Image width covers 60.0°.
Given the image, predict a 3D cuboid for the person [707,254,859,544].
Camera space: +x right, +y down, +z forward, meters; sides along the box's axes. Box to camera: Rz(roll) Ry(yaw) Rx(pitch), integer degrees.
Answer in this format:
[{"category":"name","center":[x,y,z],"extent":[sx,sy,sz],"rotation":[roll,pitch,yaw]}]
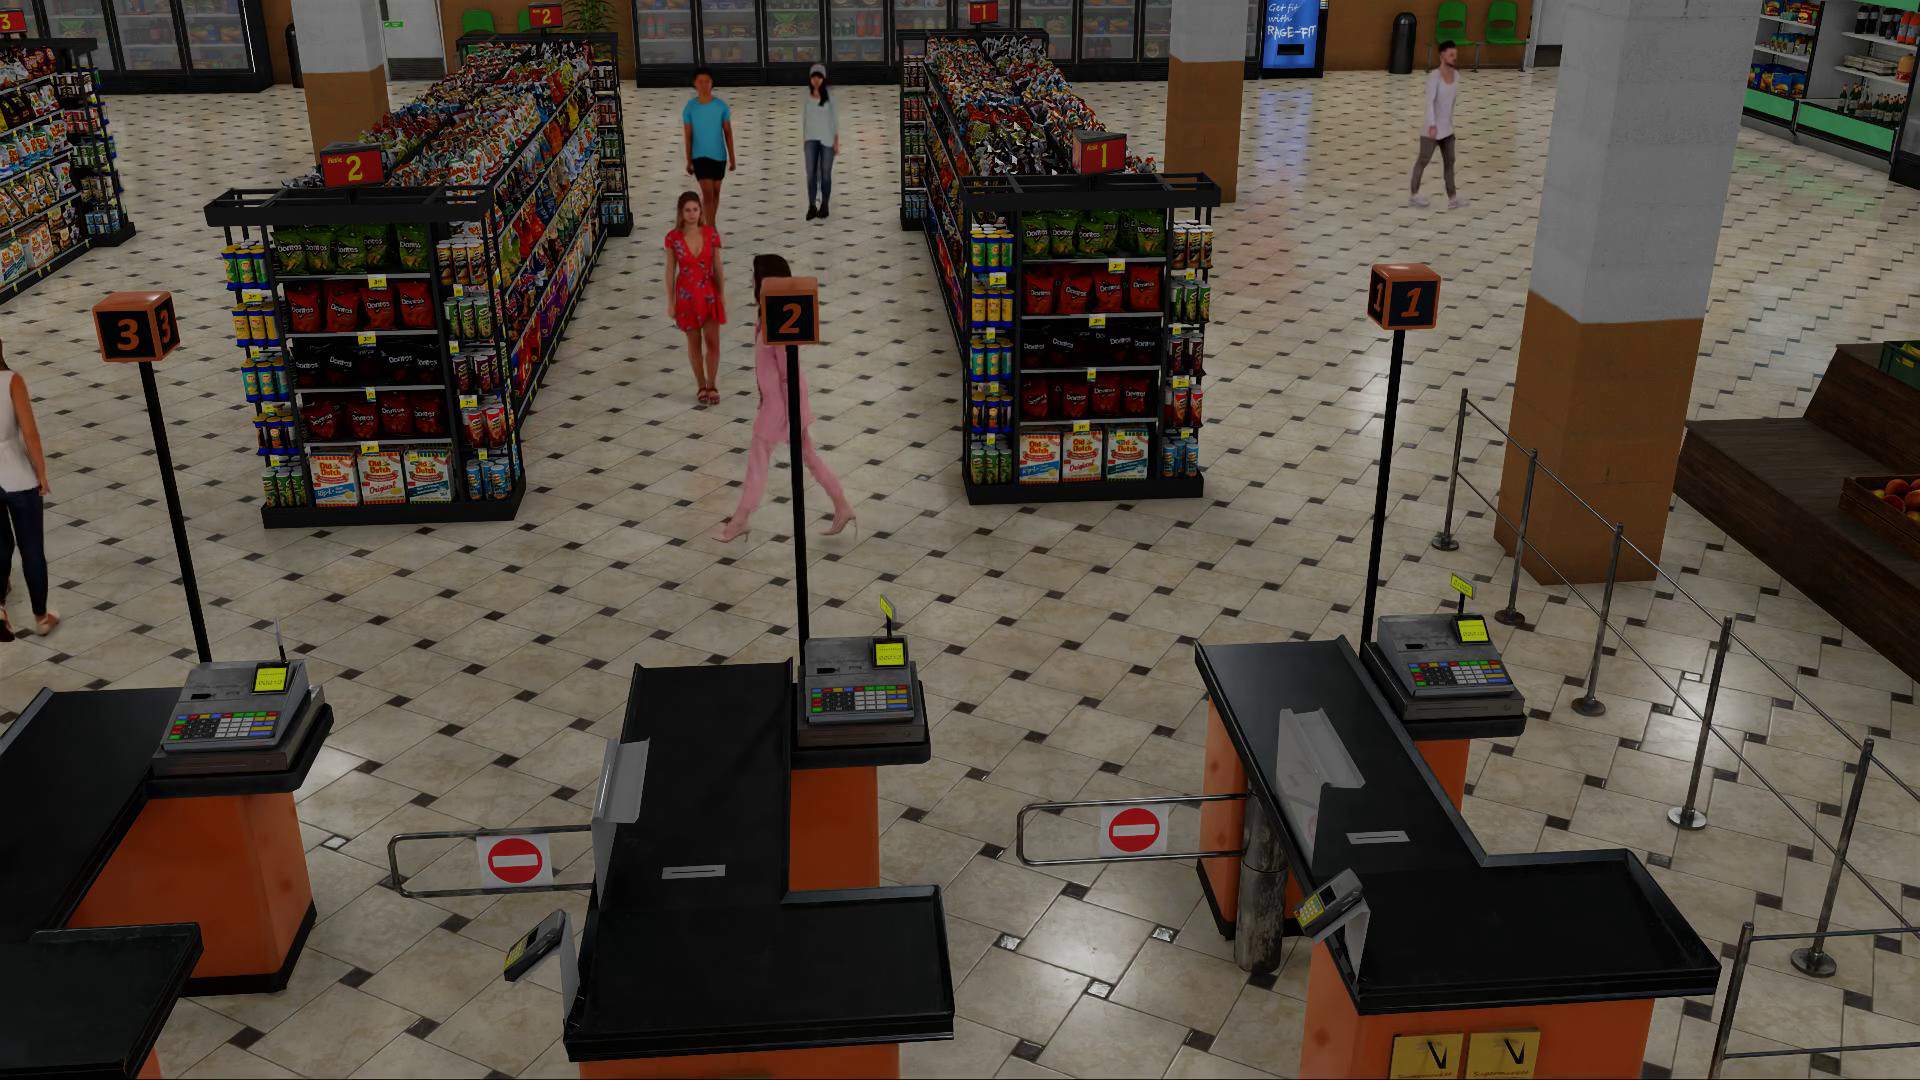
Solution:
[{"category":"person","center":[-0.940,-0.772,9.726],"extent":[0.697,1.751,1.044],"rotation":[-2,24,-5]}]

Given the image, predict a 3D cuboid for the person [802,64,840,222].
[{"category":"person","center":[-1.482,-4.286,17.908],"extent":[0.660,1.630,0.784],"rotation":[3,24,6]}]

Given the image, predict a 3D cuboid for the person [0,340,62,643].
[{"category":"person","center":[-4.947,-0.260,8.528],"extent":[0.649,1.773,0.836],"rotation":[-5,24,-10]}]

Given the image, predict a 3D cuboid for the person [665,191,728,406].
[{"category":"person","center":[-1.944,-1.796,12.279],"extent":[0.609,1.582,0.645],"rotation":[-5,24,-11]}]

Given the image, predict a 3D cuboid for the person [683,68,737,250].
[{"category":"person","center":[-2.530,-3.839,16.762],"extent":[0.795,1.729,1.203],"rotation":[-6,24,-14]}]

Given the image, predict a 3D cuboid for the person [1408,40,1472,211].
[{"category":"person","center":[5.191,-4.562,18.317],"extent":[0.968,1.808,1.118],"rotation":[-15,28,-31]}]
